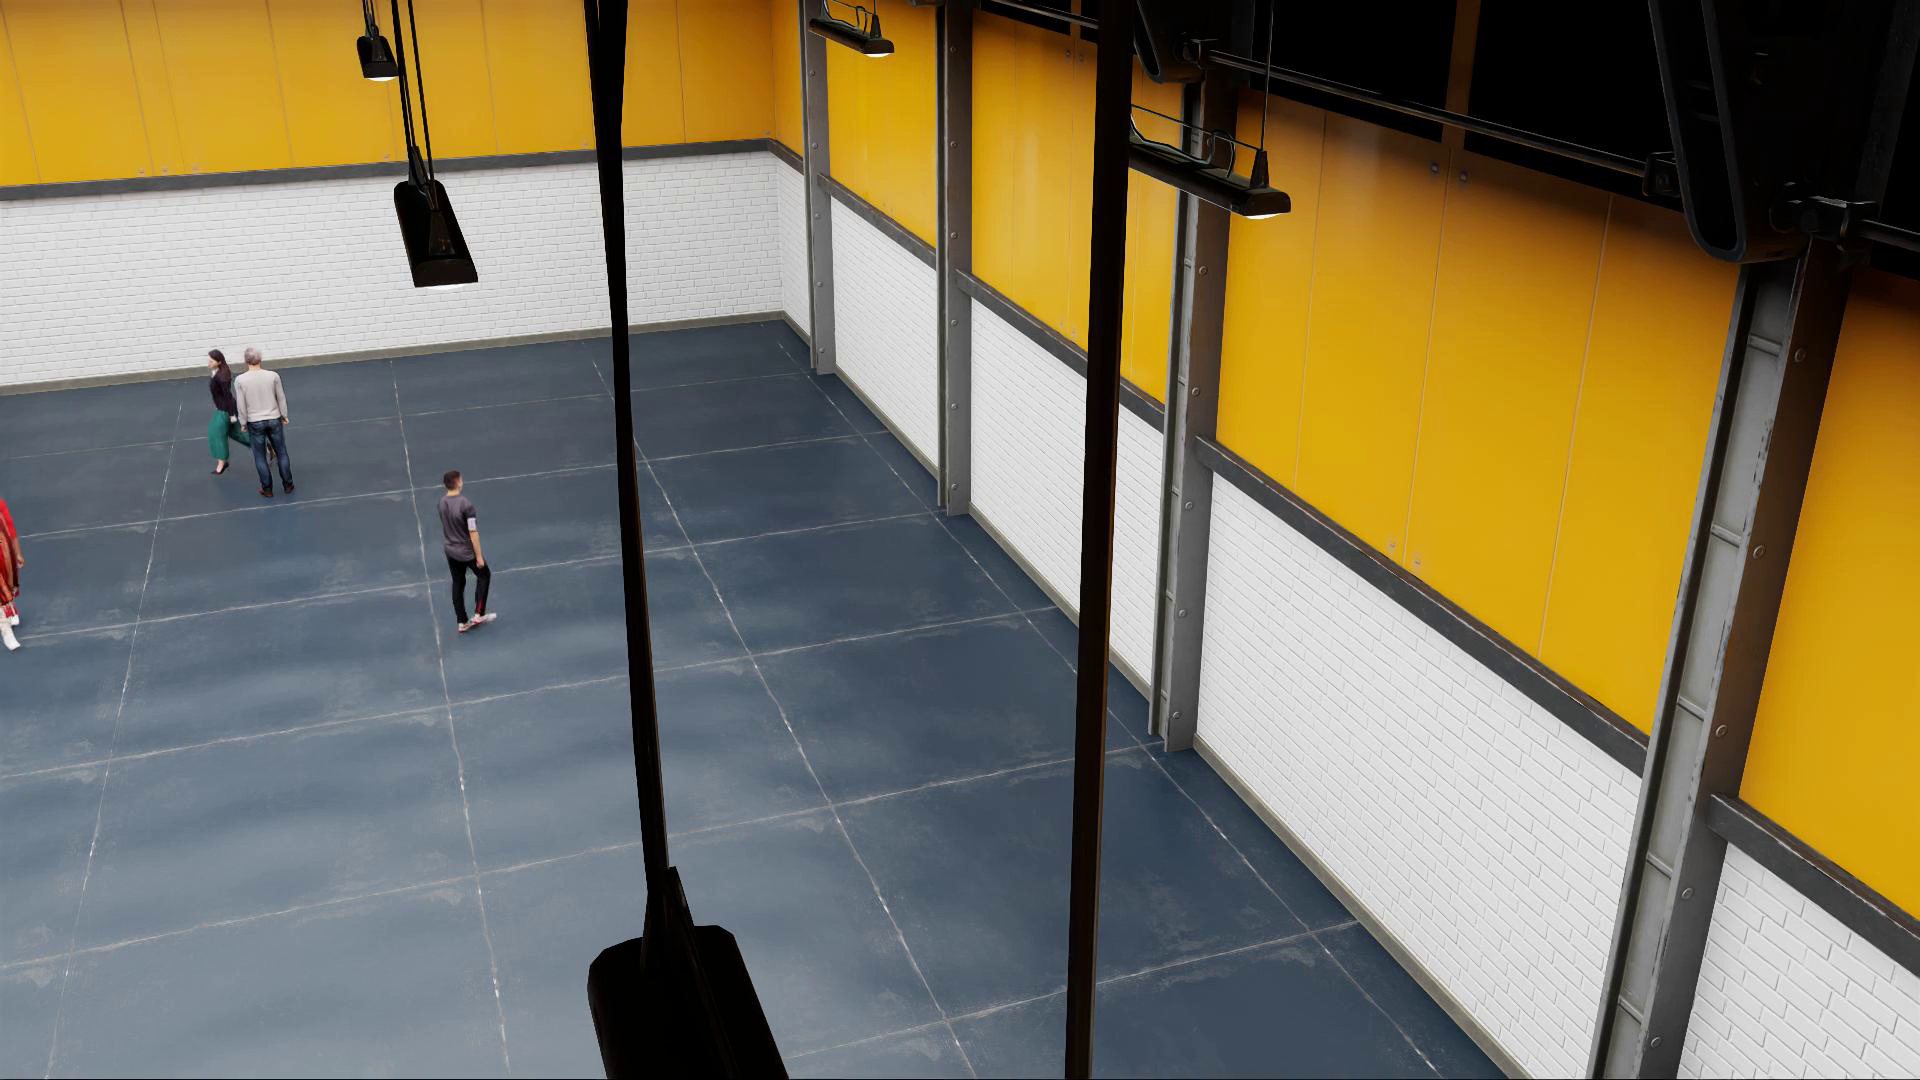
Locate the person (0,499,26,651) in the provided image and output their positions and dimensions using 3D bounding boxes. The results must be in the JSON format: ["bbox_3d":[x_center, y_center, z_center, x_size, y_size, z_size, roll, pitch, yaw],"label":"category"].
[{"bbox_3d":[-10.022,0.142,17.198,1.009,1.850,1.293,-21,31,-40],"label":"person"}]

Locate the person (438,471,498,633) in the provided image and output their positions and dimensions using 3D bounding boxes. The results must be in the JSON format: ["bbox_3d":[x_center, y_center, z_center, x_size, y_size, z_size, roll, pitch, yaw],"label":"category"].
[{"bbox_3d":[-5.228,0.159,17.287,0.815,1.746,0.878,11,26,24],"label":"person"}]

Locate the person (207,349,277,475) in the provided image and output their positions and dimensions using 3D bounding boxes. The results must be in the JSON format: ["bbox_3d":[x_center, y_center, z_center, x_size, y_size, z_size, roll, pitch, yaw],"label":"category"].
[{"bbox_3d":[-9.364,-1.648,21.489,0.665,1.692,1.011,-7,25,-15],"label":"person"}]

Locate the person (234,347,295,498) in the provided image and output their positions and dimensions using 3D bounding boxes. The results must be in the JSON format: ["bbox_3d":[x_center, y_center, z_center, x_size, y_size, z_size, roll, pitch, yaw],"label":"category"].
[{"bbox_3d":[-8.723,-1.485,20.845,0.785,1.909,0.692,-13,27,-28],"label":"person"}]
